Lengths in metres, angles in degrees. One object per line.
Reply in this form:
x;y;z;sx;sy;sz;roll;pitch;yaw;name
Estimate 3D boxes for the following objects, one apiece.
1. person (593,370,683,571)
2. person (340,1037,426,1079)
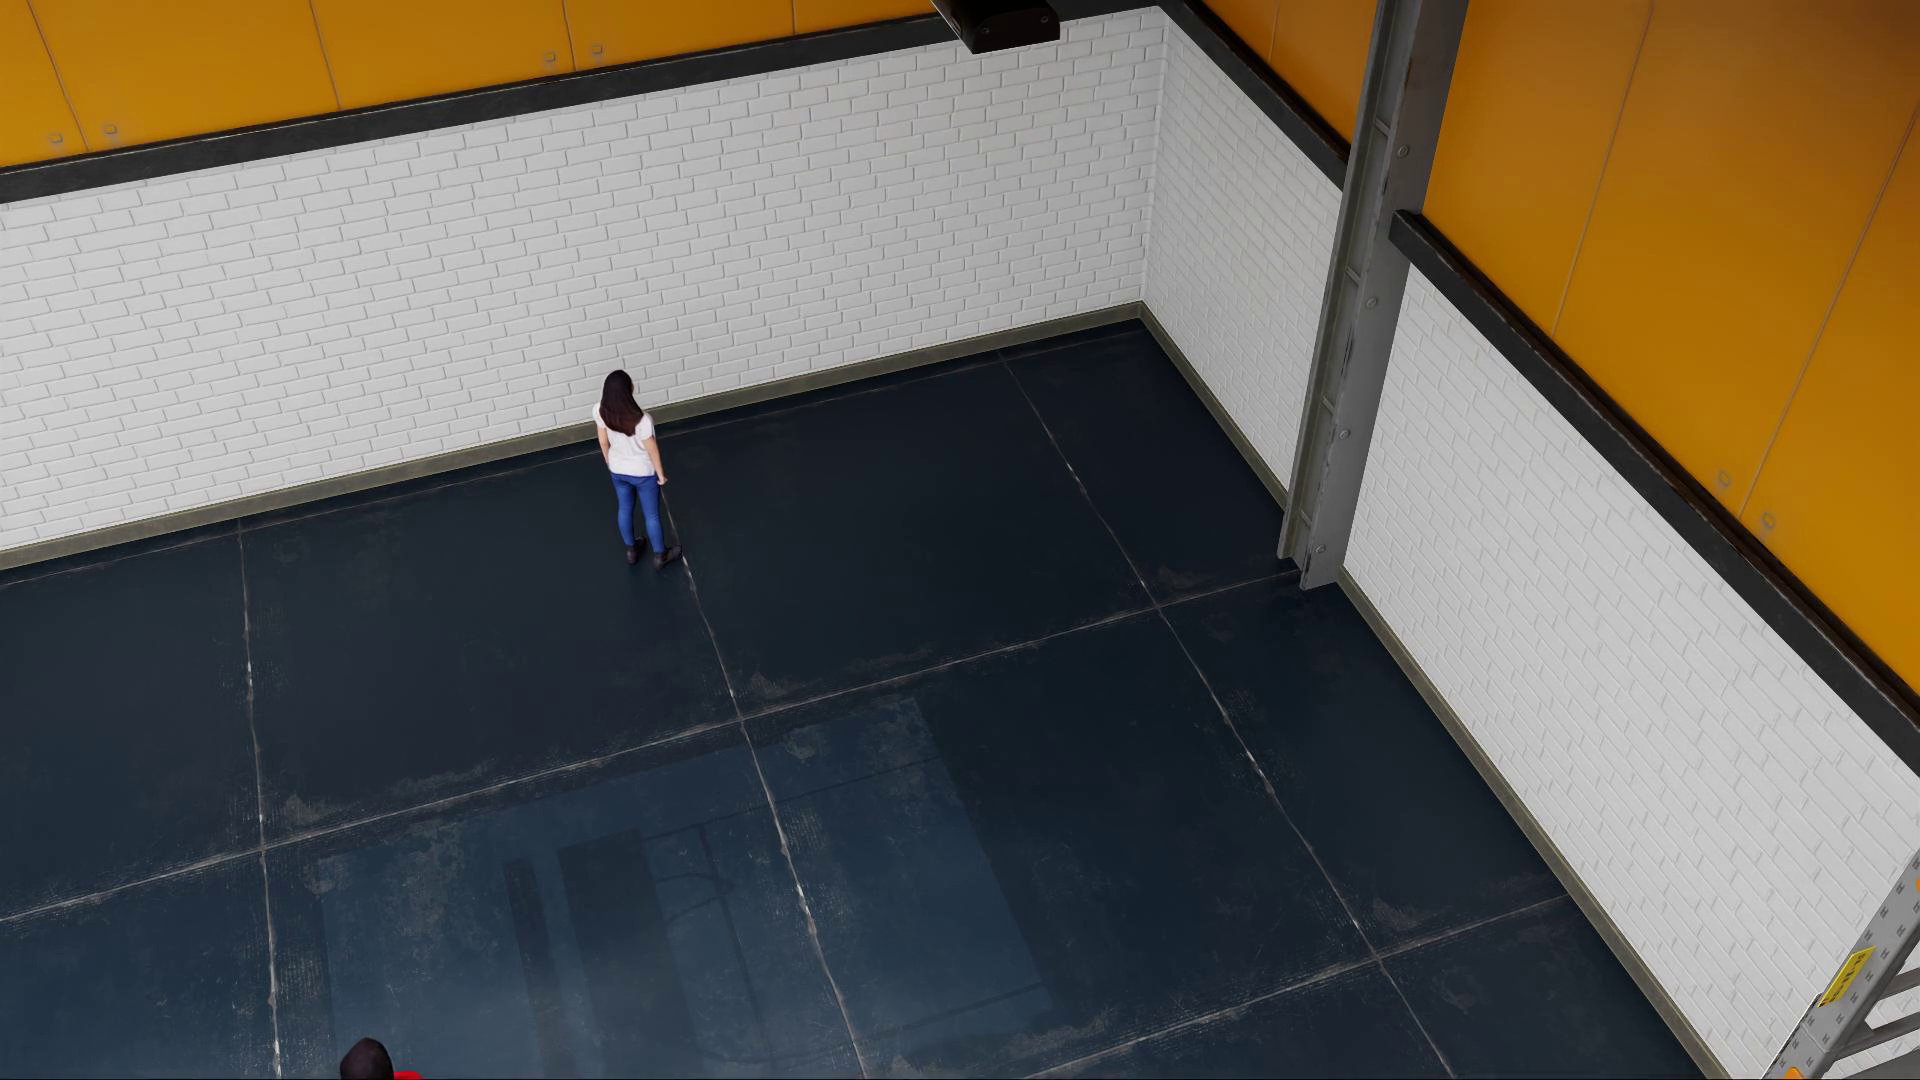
-2.234;-0.467;11.390;0.678;1.685;0.722;15;46;15;person
-2.607;2.870;7.845;0.588;1.743;0.534;-10;45;-11;person
